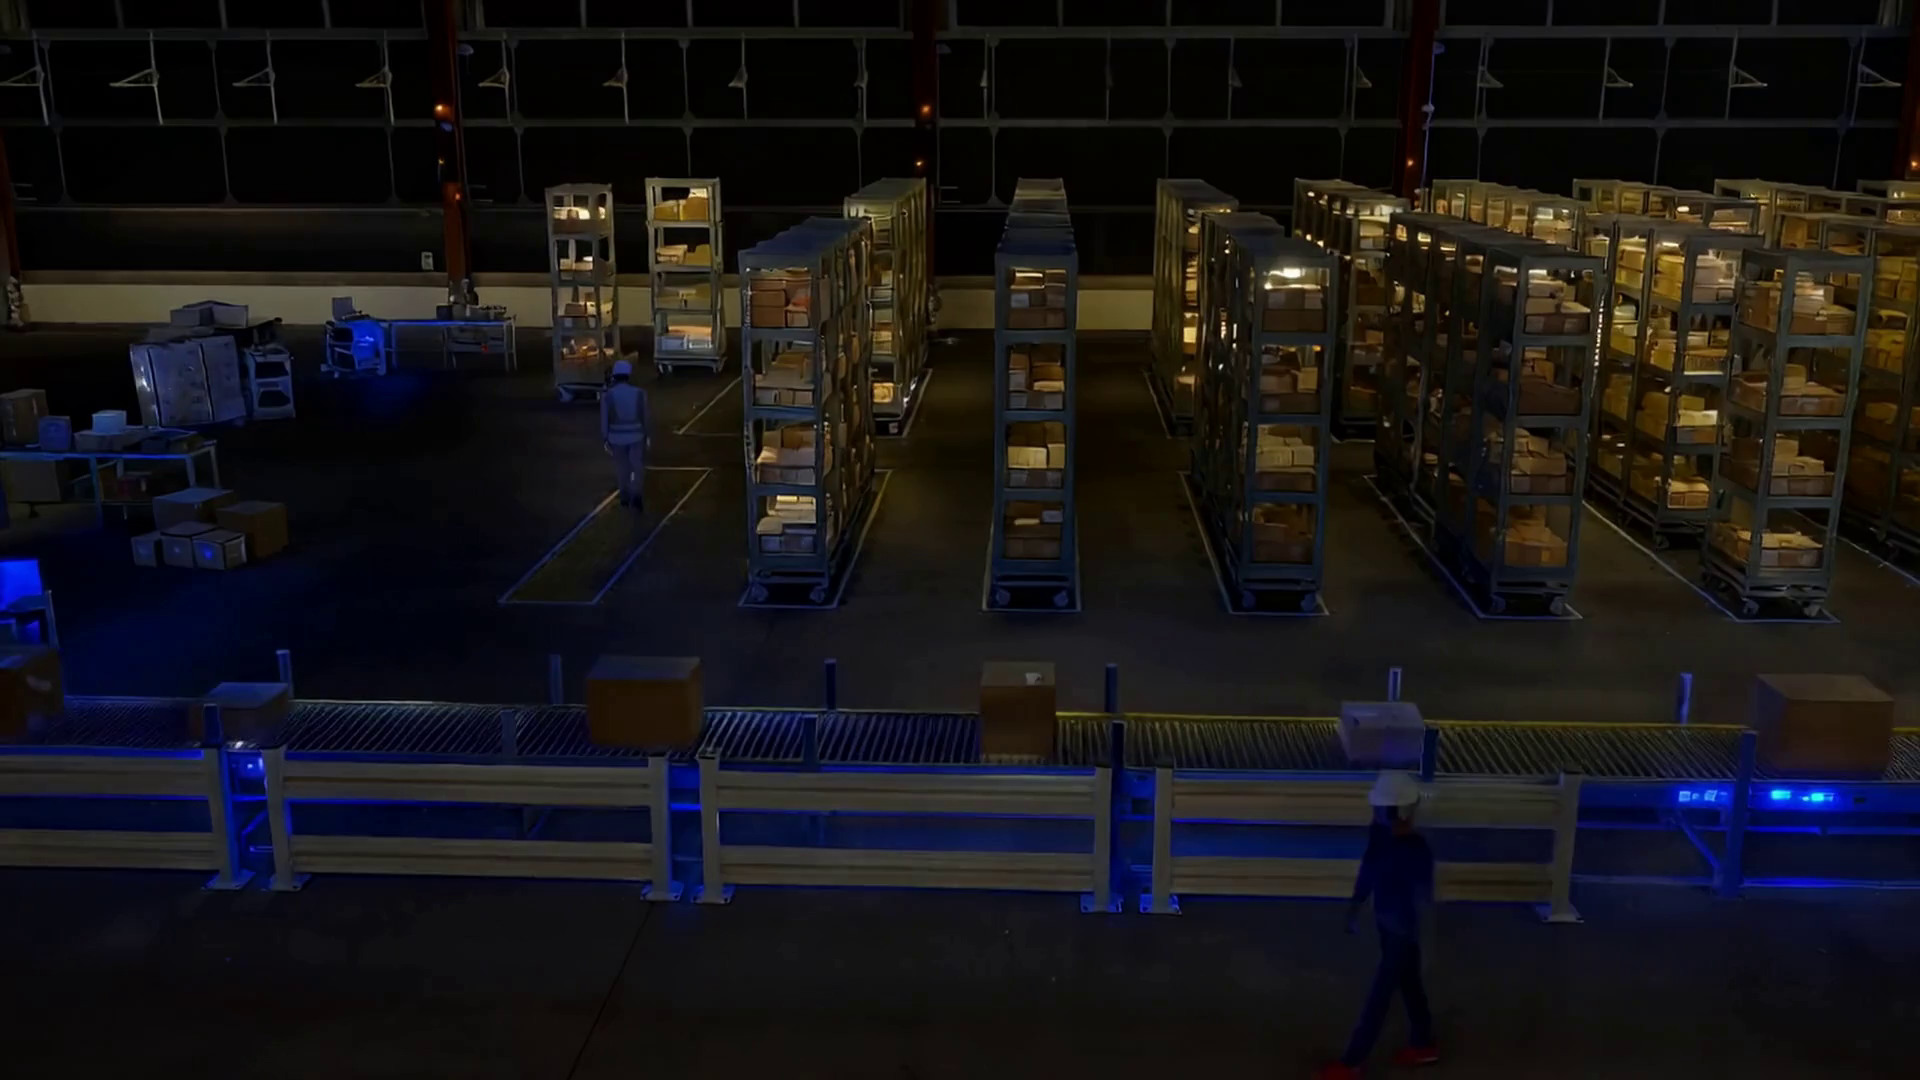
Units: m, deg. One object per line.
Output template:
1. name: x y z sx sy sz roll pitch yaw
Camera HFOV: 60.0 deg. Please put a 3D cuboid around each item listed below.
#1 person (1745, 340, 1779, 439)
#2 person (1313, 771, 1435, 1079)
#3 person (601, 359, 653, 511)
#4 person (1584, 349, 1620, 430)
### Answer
1. person: 11.568 -2.111 23.902 0.668 1.831 0.574 4 16 15
2. person: 2.204 2.031 8.722 0.849 1.726 0.546 -3 15 -11
3. person: -4.133 -1.280 20.677 0.619 1.919 0.669 -4 15 -13
4. person: 9.593 -2.348 24.899 0.816 1.769 0.604 -7 17 -24
